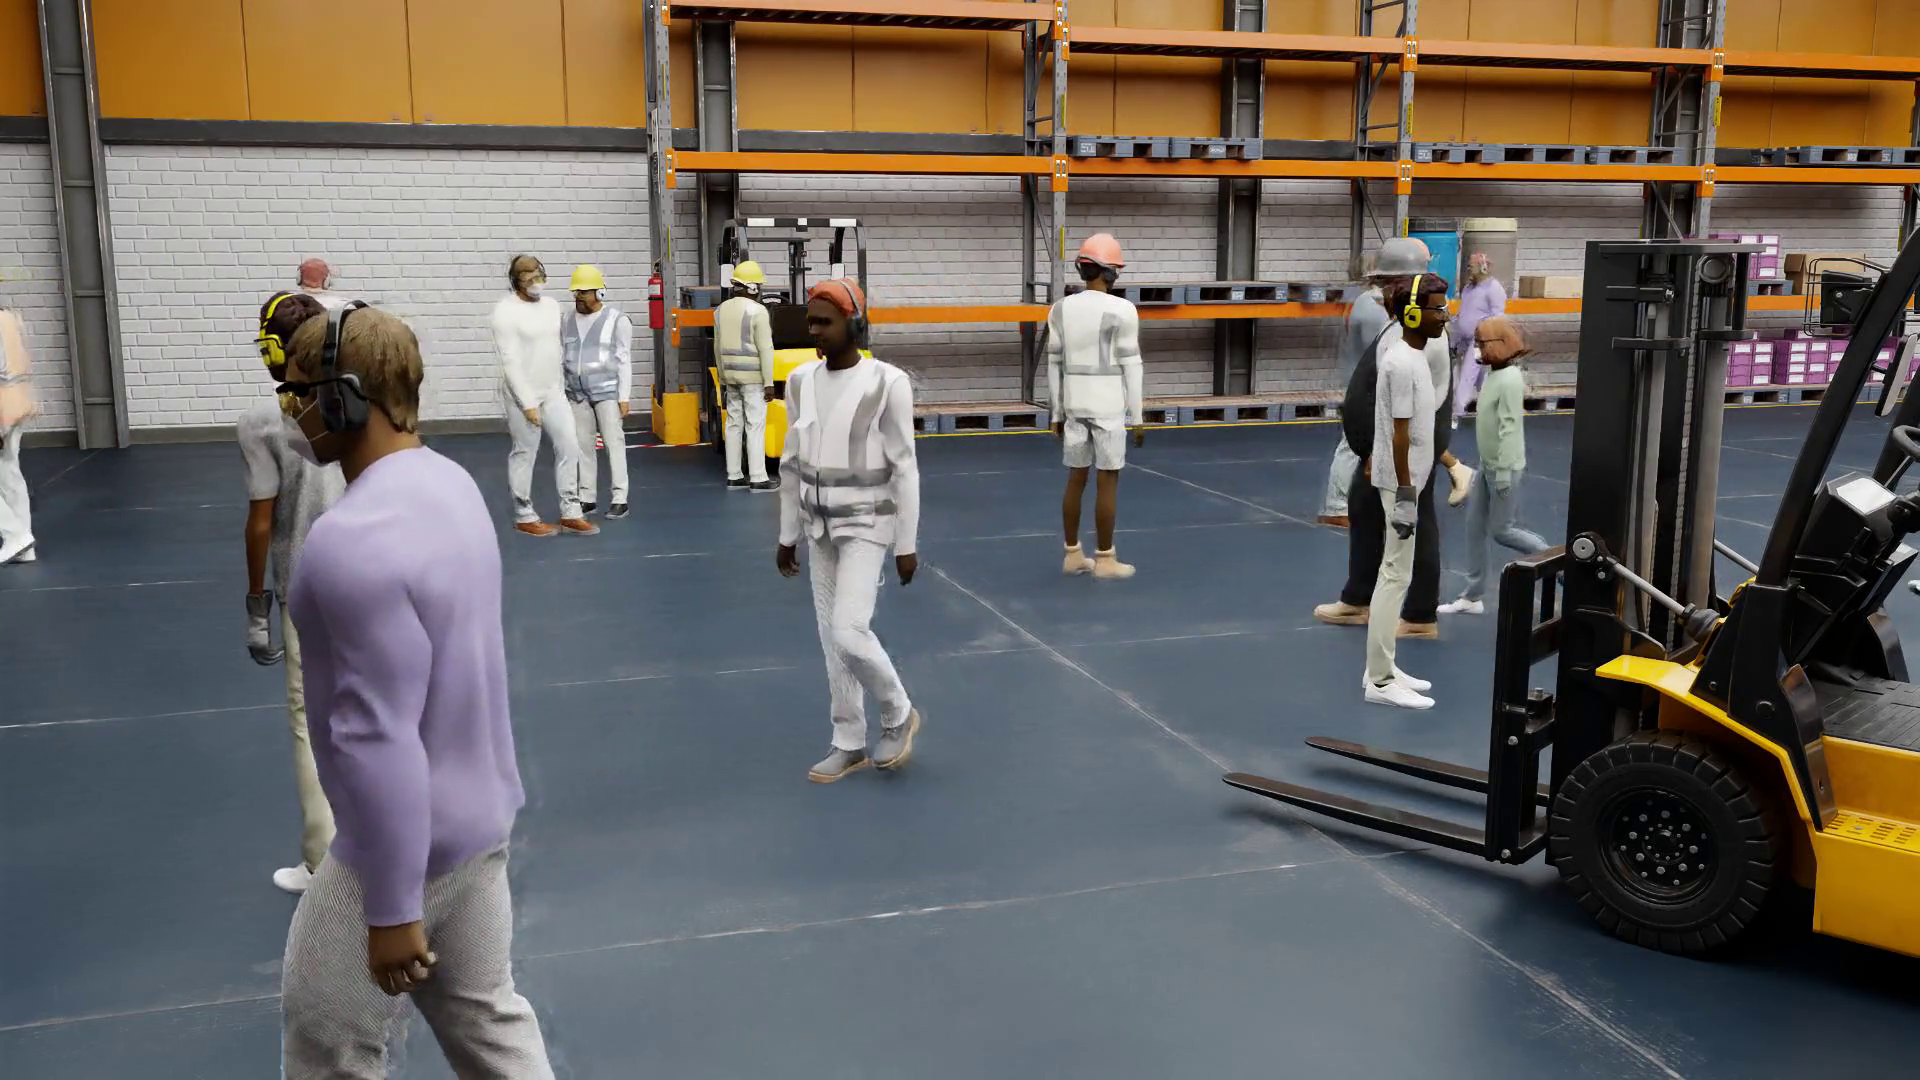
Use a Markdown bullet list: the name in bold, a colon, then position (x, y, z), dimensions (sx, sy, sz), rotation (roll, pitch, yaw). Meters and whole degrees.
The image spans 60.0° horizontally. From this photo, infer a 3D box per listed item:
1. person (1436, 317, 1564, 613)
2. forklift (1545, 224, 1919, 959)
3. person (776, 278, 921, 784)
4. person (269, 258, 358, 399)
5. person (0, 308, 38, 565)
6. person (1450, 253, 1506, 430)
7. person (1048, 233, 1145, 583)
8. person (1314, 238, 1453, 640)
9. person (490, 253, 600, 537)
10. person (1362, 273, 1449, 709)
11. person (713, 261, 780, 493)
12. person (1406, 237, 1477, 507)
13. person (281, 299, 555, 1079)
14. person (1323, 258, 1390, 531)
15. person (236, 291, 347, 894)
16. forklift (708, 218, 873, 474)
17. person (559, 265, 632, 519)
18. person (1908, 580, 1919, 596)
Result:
- **person**: position (2.940, -0.375, 8.812), dimensions (0.681, 1.608, 0.526), rotation (1, 10, 5)
- **forklift**: position (2.909, 0.117, 4.508), dimensions (2.313, 2.155, 1.214), rotation (9, 14, 40)
- **person**: position (-0.430, -0.019, 6.129), dimensions (0.586, 1.871, 0.413), rotation (9, 14, 40)
- **person**: position (-4.570, -1.052, 11.810), dimensions (0.657, 1.871, 0.678), rotation (-7, 12, -32)
- **person**: position (-5.935, -0.775, 10.179), dimensions (0.416, 1.907, 0.593), rotation (-1, 10, -7)
- **person**: position (5.420, -2.086, 17.531), dimensions (0.972, 1.856, 0.658), rotation (-2, 11, -12)
- **person**: position (0.814, -0.772, 9.798), dimensions (0.616, 2.042, 0.379), rotation (9, 13, 39)
- **person**: position (2.096, -0.511, 8.375), dimensions (0.774, 2.000, 0.713), rotation (3, 11, 15)
- **person**: position (-2.754, -0.923, 10.995), dimensions (0.748, 1.908, 0.652), rotation (5, 12, 27)
- **person**: position (1.943, -0.215, 7.223), dimensions (0.312, 1.869, 0.537), rotation (3, 11, 14)
- **person**: position (-1.681, -1.291, 13.223), dimensions (0.601, 1.830, 0.403), rotation (9, 13, 39)
- **person**: position (3.388, -1.180, 12.110), dimensions (0.661, 2.024, 0.615), rotation (-1, 10, -5)
- **person**: position (-1.099, 0.536, 2.987), dimensions (0.823, 1.907, 0.657), rotation (0, 10, 1)
- **person**: position (2.898, -0.987, 11.335), dimensions (0.844, 1.907, 0.656), rotation (3, 11, 15)
- **person**: position (-1.969, 0.173, 5.140), dimensions (0.351, 1.859, 0.508), rotation (7, 13, 35)
- **forklift**: position (-1.522, -1.778, 14.899), dimensions (1.214, 2.155, 2.313), rotation (-3, 11, -17)
- **person**: position (-2.637, -1.057, 11.967), dimensions (0.591, 1.826, 0.403), rotation (3, 11, 18)
- **person**: position (5.679, -0.537, 8.975), dimensions (0.903, 1.876, 0.616), rotation (-4, 11, -20)
